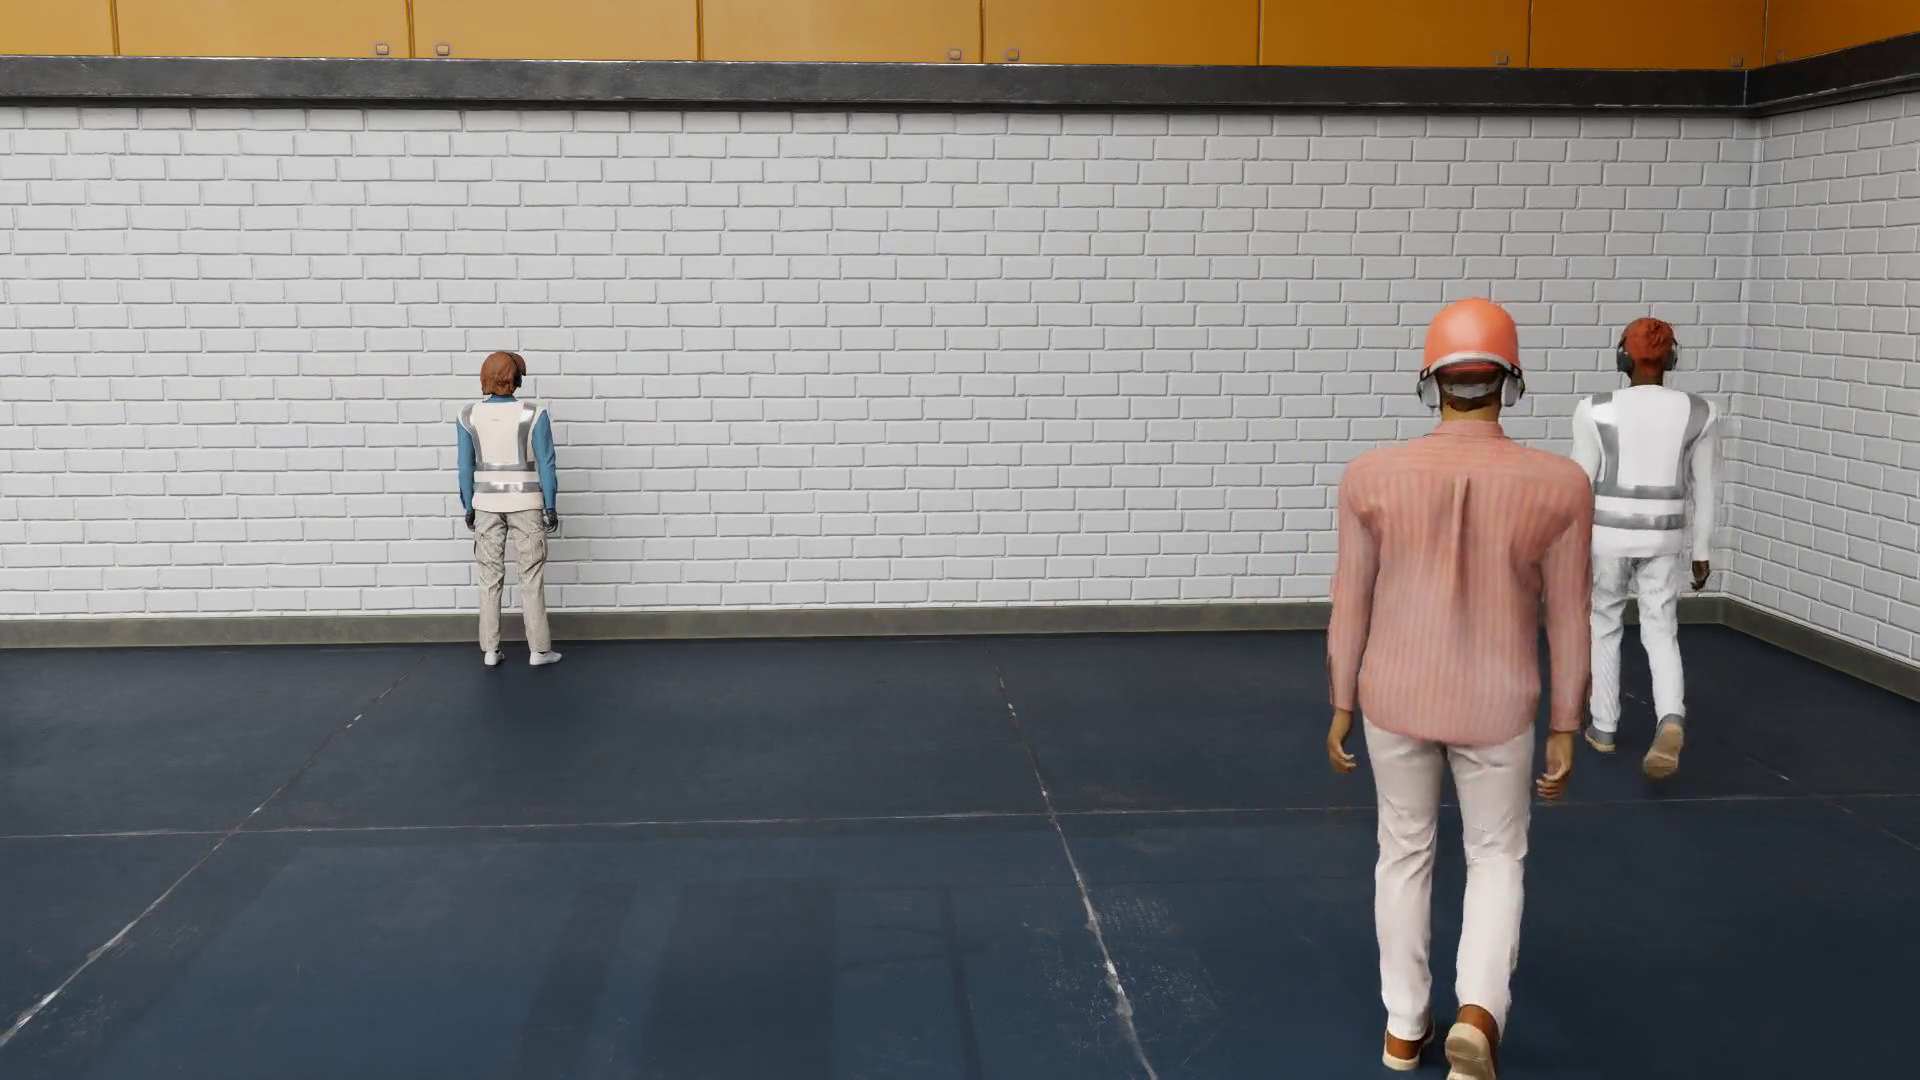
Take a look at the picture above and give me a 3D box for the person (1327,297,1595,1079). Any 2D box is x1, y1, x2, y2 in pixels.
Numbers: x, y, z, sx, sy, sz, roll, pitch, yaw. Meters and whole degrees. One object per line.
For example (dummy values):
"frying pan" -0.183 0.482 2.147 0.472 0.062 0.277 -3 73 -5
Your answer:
"person" 1.187 0.410 4.013 0.622 1.978 0.639 3 10 19

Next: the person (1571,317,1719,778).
"person" 2.781 0.027 6.779 0.582 1.859 0.826 1 9 9

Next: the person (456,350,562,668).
"person" -2.316 -0.150 8.548 0.514 1.642 0.310 1 9 5
